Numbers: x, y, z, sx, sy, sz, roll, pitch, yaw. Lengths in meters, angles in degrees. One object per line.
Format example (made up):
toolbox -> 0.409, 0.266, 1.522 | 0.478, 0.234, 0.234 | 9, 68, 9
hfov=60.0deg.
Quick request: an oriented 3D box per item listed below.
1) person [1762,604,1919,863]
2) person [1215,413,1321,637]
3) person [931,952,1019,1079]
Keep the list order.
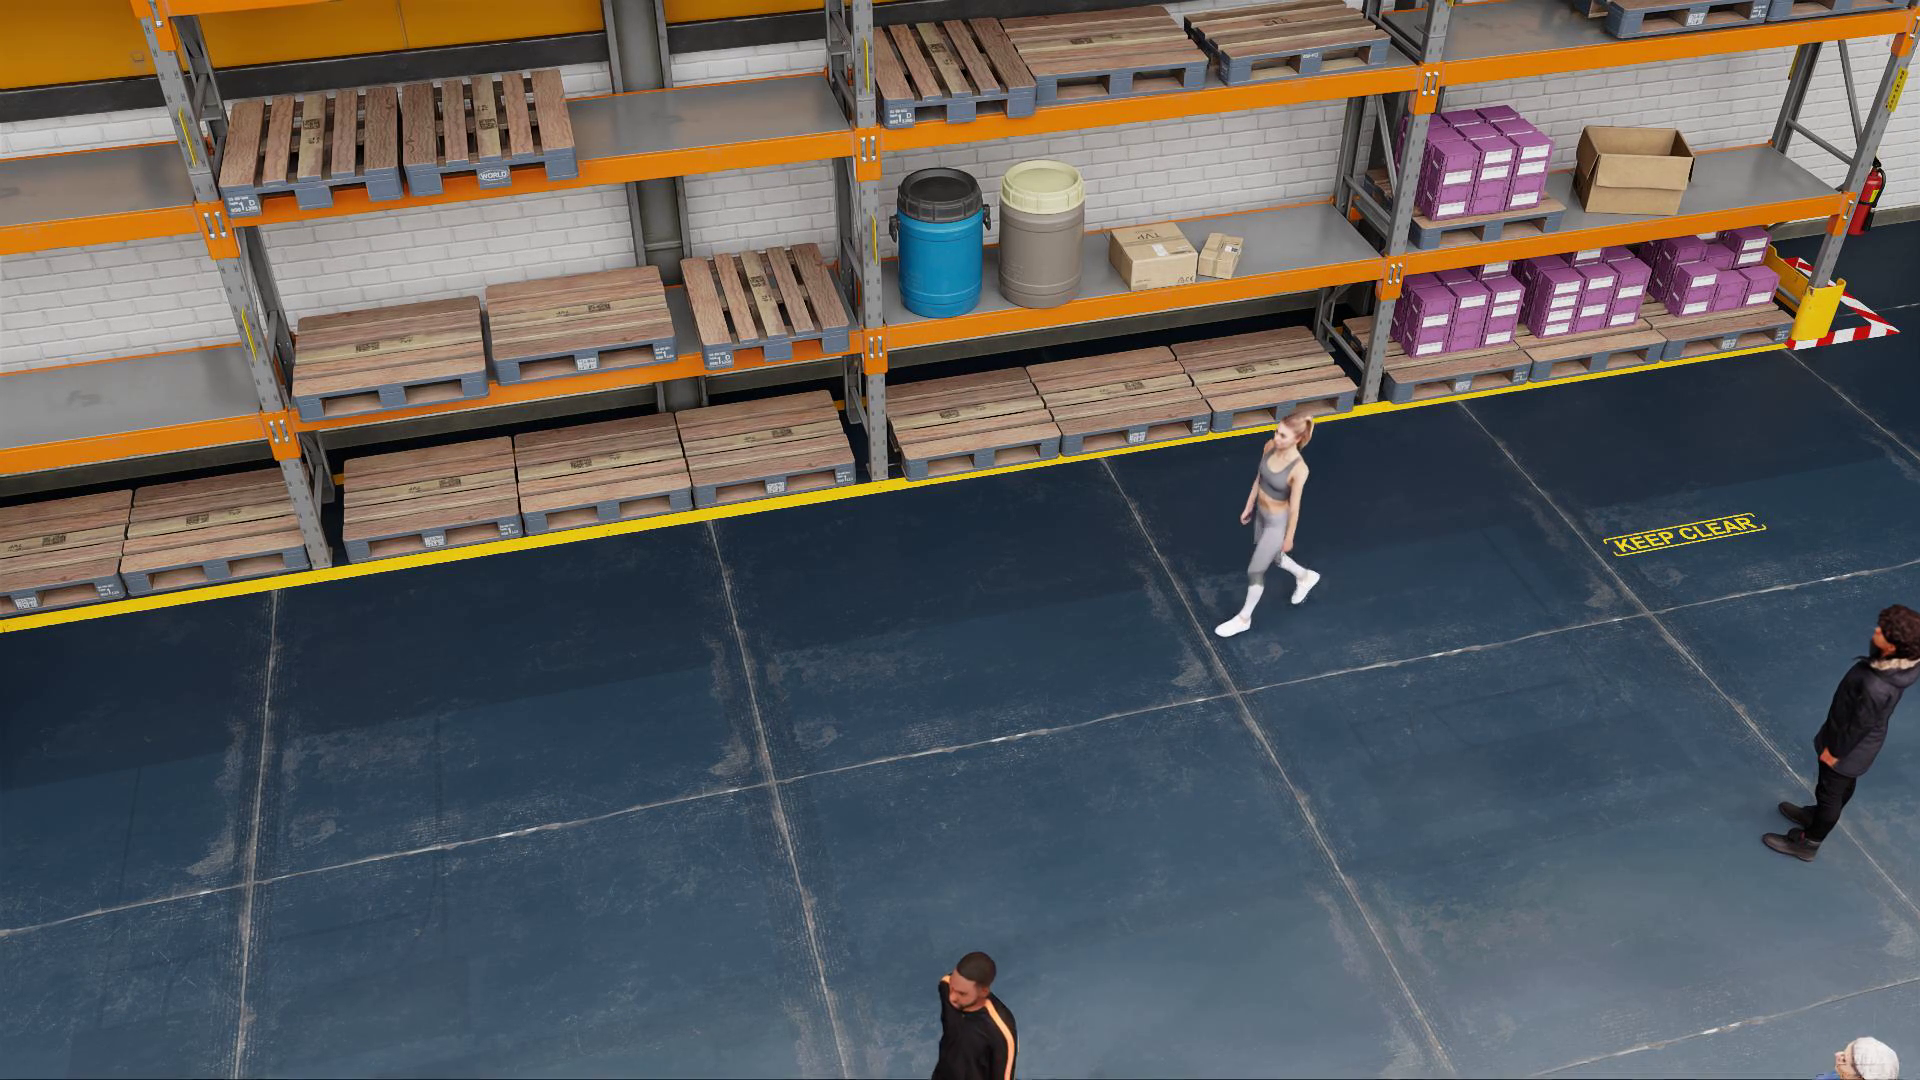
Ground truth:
person -> 4.912, 1.067, 9.113 | 0.790, 1.781, 0.704 | 30, 47, 32
person -> 2.071, -0.132, 10.690 | 1.050, 1.688, 0.643 | -15, 41, -18
person -> 0.143, 2.401, 7.455 | 1.245, 1.766, 1.030 | -31, 48, -33
